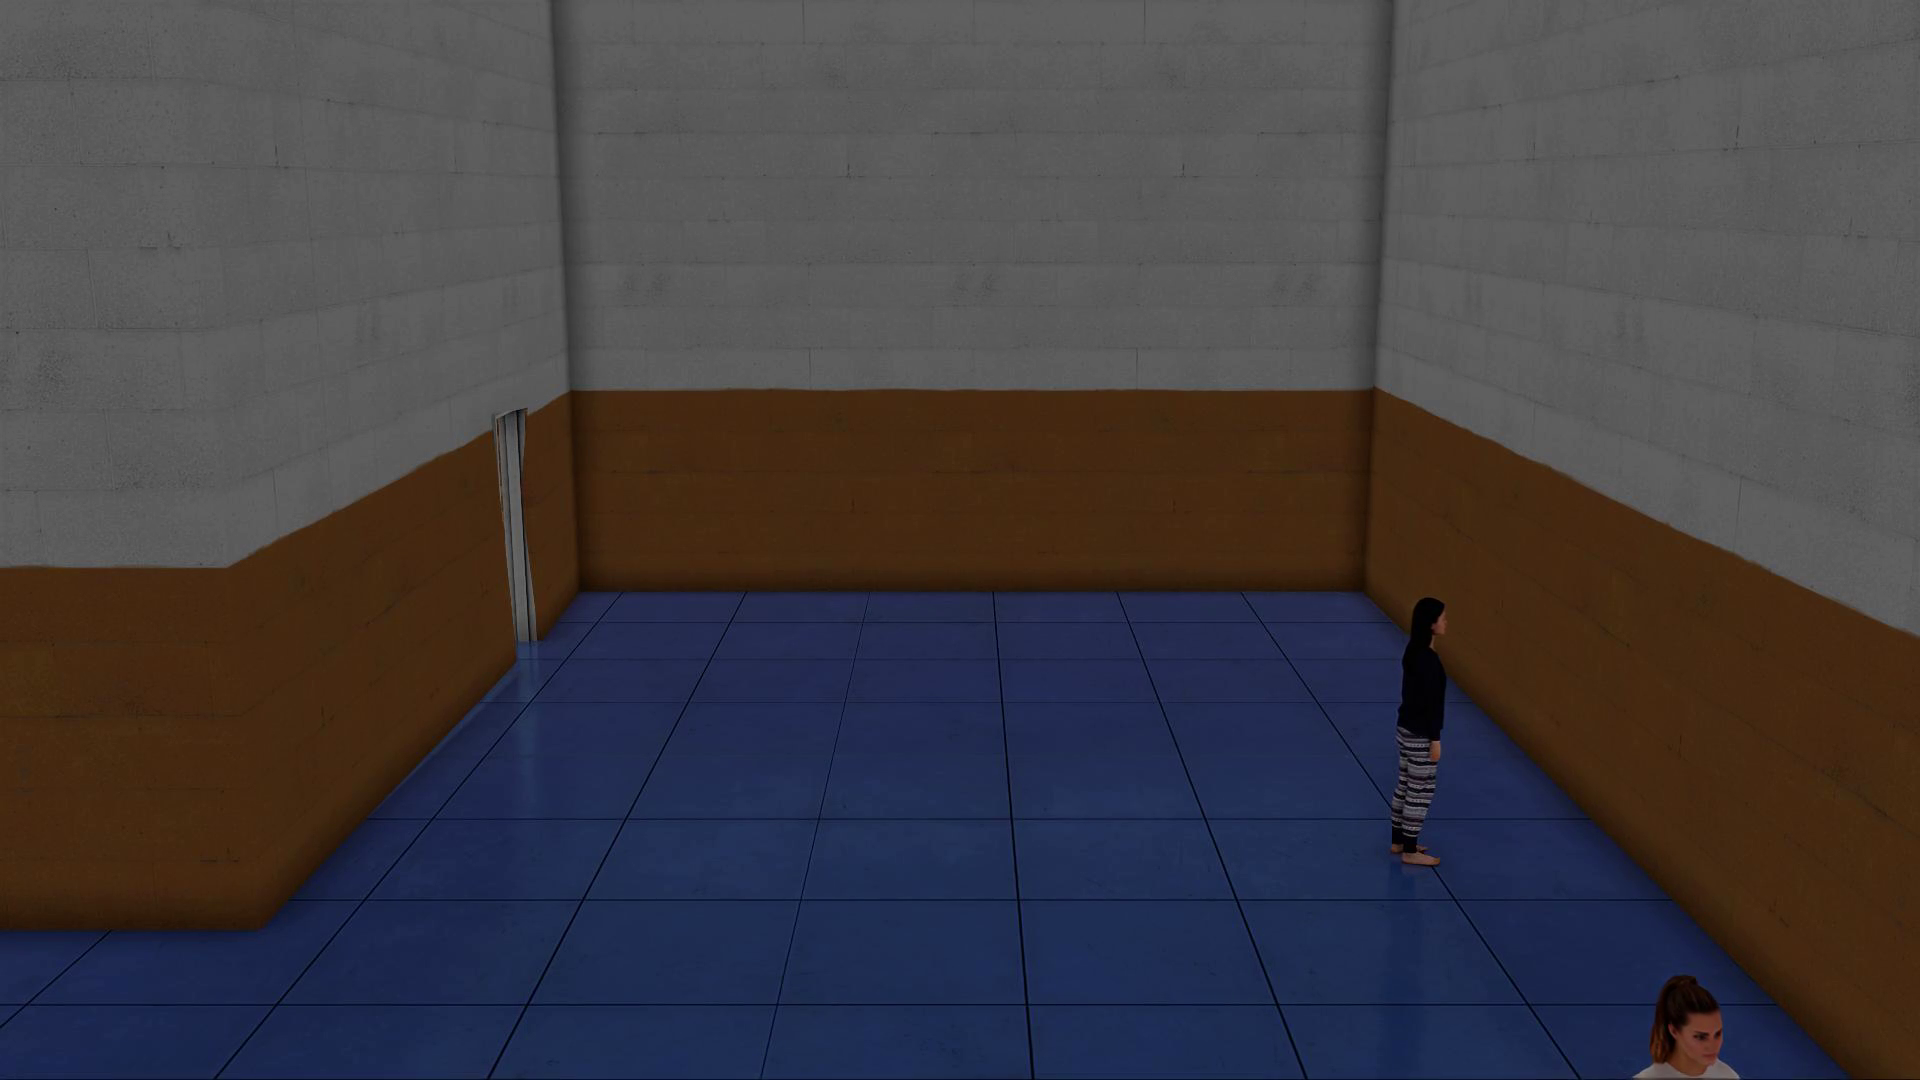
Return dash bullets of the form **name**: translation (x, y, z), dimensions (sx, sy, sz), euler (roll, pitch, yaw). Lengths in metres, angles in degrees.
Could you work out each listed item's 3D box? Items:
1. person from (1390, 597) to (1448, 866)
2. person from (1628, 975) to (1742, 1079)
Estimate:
- **person**: translation (2.939, 1.208, 10.647), dimensions (0.527, 1.733, 0.620), euler (-1, 12, -5)
- **person**: translation (2.377, 2.284, 5.572), dimensions (0.548, 1.719, 0.719), euler (-3, 12, -15)
